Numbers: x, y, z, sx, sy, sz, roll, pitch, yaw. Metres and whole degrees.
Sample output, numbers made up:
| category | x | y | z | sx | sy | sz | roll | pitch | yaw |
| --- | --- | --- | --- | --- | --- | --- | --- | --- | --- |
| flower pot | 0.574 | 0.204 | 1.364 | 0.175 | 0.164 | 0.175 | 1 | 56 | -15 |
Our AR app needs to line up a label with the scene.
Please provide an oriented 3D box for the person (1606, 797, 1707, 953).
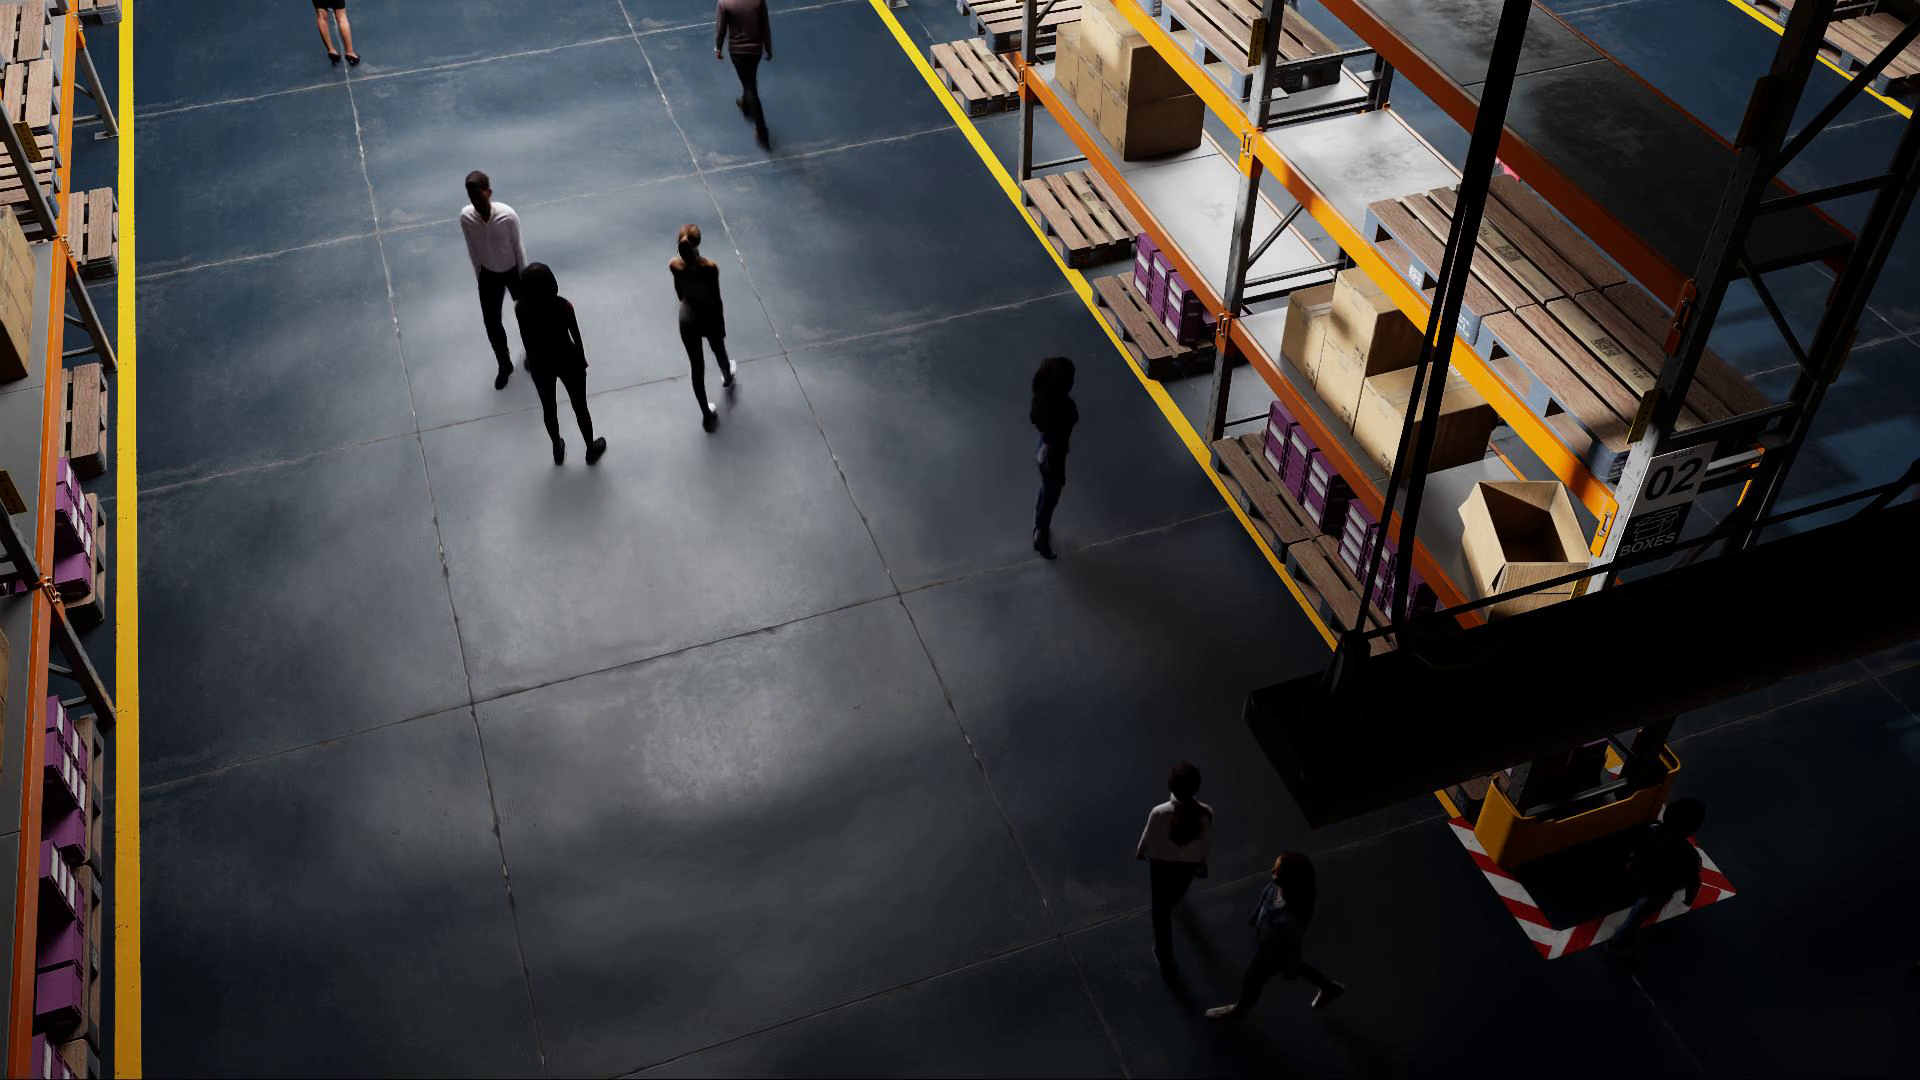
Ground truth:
| category | x | y | z | sx | sy | sz | roll | pitch | yaw |
| --- | --- | --- | --- | --- | --- | --- | --- | --- | --- |
| person | 3.873 | 1.915 | 9.343 | 0.671 | 1.198 | 0.751 | -20 | 47 | -20 |

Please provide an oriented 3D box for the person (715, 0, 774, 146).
| category | x | y | z | sx | sy | sz | roll | pitch | yaw |
| --- | --- | --- | --- | --- | --- | --- | --- | --- | --- |
| person | -2.010 | -4.590 | 15.791 | 1.137 | 1.723 | 0.757 | -14 | 45 | -14 |

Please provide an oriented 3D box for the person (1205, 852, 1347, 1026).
| category | x | y | z | sx | sy | sz | roll | pitch | yaw |
| --- | --- | --- | --- | --- | --- | --- | --- | --- | --- |
| person | 1.789 | 2.150 | 8.915 | 0.827 | 1.449 | 1.001 | -1 | 44 | -1 |

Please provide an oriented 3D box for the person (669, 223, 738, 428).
| category | x | y | z | sx | sy | sz | roll | pitch | yaw |
| --- | --- | --- | --- | --- | --- | --- | --- | --- | --- |
| person | -2.007 | -1.594 | 12.681 | 0.831 | 1.674 | 1.051 | 3 | 44 | 4 |

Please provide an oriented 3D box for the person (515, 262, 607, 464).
| category | x | y | z | sx | sy | sz | roll | pitch | yaw |
| --- | --- | --- | --- | --- | --- | --- | --- | --- | --- |
| person | -2.996 | -1.309 | 12.334 | 0.661 | 1.740 | 0.627 | 1 | 44 | 1 |

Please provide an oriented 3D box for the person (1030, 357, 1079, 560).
| category | x | y | z | sx | sy | sz | roll | pitch | yaw |
| --- | --- | --- | --- | --- | --- | --- | --- | --- | --- |
| person | 0.640 | -0.585 | 11.667 | 0.792 | 1.612 | 0.612 | 7 | 44 | 8 |

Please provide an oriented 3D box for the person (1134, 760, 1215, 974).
| category | x | y | z | sx | sy | sz | roll | pitch | yaw |
| --- | --- | --- | --- | --- | --- | --- | --- | --- | --- |
| person | 1.189 | 1.830 | 9.193 | 0.706 | 1.528 | 0.977 | -2 | 44 | -2 |

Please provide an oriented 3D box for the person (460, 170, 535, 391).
| category | x | y | z | sx | sy | sz | roll | pitch | yaw |
| --- | --- | --- | --- | --- | --- | --- | --- | --- | --- |
| person | -3.580 | -2.170 | 13.160 | 0.820 | 1.848 | 0.966 | -1 | 44 | -1 |

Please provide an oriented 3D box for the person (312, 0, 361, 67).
| category | x | y | z | sx | sy | sz | roll | pitch | yaw |
| --- | --- | --- | --- | --- | --- | --- | --- | --- | --- |
| person | -6.479 | -5.644 | 16.933 | 0.606 | 1.674 | 0.601 | 3 | 44 | 3 |
